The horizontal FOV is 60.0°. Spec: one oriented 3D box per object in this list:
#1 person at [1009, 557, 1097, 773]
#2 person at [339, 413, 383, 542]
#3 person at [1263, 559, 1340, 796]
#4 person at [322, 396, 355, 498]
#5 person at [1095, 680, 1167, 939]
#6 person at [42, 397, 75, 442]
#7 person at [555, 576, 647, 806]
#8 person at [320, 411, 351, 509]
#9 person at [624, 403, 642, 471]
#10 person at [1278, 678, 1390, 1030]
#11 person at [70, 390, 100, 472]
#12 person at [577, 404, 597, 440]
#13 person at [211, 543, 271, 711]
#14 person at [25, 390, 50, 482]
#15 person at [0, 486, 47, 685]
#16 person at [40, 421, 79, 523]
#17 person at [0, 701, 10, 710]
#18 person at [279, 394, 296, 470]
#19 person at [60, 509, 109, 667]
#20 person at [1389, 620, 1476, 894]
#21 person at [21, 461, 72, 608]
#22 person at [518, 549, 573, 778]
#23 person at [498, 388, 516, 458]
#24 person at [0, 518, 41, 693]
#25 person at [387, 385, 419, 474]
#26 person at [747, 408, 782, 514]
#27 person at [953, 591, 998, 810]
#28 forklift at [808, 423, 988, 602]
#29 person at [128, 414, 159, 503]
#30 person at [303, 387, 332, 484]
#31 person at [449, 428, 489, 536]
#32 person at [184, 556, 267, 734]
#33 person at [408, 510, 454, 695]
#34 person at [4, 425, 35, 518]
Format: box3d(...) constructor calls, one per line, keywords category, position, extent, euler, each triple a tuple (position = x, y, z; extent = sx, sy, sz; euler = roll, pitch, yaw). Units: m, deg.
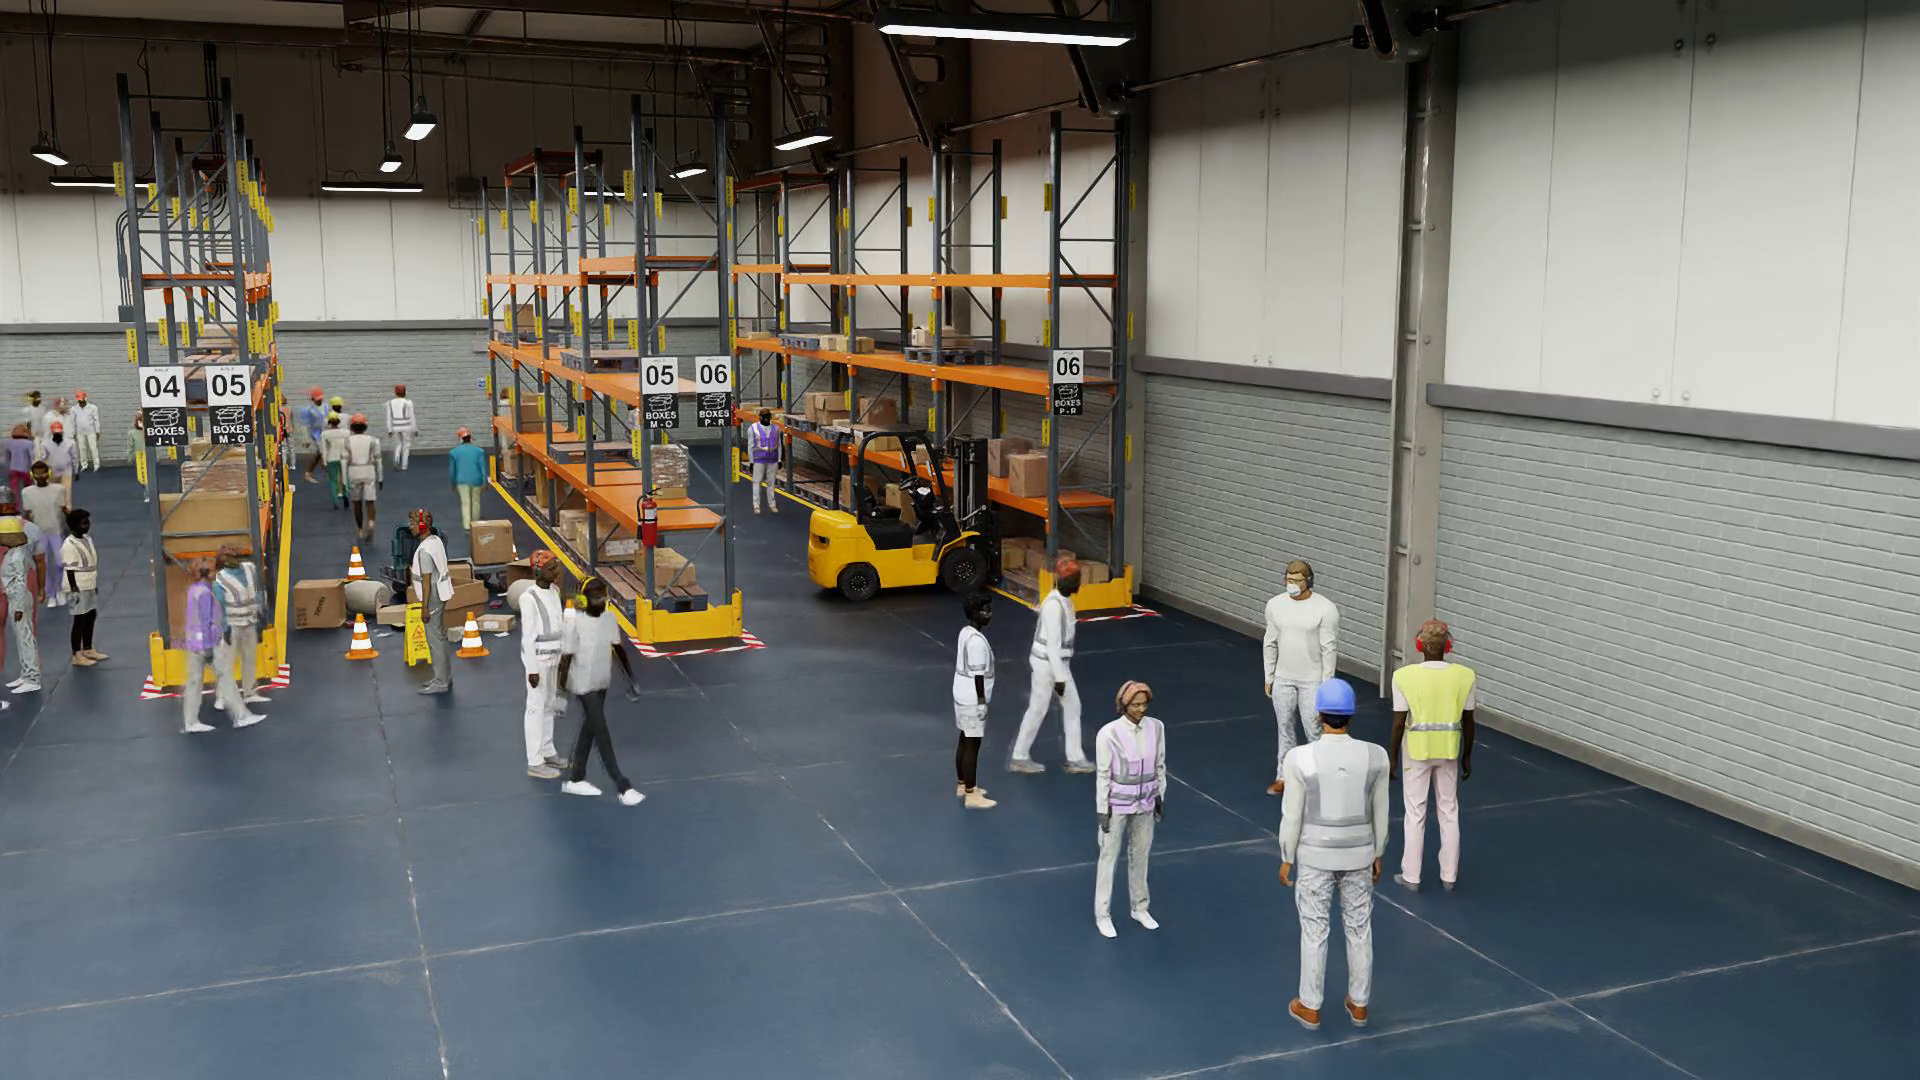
box3d(category="person", position=(0.803, 1.045, 13.661), extent=(0.880, 1.841, 0.598), euler=(3, 10, 20))
box3d(category="person", position=(-9.271, -0.960, 25.799), extent=(0.616, 2.017, 0.860), euler=(-4, 10, -22))
box3d(category="person", position=(2.672, 1.099, 13.101), extent=(0.623, 1.932, 0.369), euler=(7, 11, 36))
box3d(category="person", position=(-11.506, -1.719, 30.859), extent=(0.602, 1.914, 0.569), euler=(-5, 10, -27))
box3d(category="person", position=(1.062, 1.673, 10.412), extent=(0.520, 1.632, 0.321), euler=(-5, 10, -28))
box3d(category="person", position=(-16.710, -1.720, 30.988), extent=(0.545, 1.874, 0.682), euler=(2, 9, 10))
box3d(category="person", position=(-2.768, 1.174, 12.969), extent=(0.940, 1.805, 0.682), euler=(5, 11, 31))
box3d(category="person", position=(-10.996, -1.404, 29.388), extent=(0.542, 1.752, 0.455), euler=(-4, 10, -25))
box3d(category="person", position=(-6.435, -2.001, 32.940), extent=(0.404, 1.824, 0.586), euler=(-3, 9, -18))
box3d(category="person", position=(2.043, 1.719, 9.117), extent=(0.604, 1.949, 0.398), euler=(-1, 9, -3))
box3d(category="person", position=(-18.404, -2.284, 34.980), extent=(0.574, 1.738, 0.352), euler=(-1, 9, -9))
box3d(category="person", position=(-7.167, -1.802, 32.059), extent=(0.535, 1.700, 0.318), euler=(8, 12, 41))
box3d(category="person", position=(-6.910, 0.812, 15.889), extent=(0.345, 1.614, 0.608), euler=(3, 10, 20))
box3d(category="person", position=(-18.469, -2.069, 33.253), extent=(0.463, 1.859, 0.506), euler=(2, 9, 14))
box3d(category="person", position=(-9.628, 0.447, 16.834), extent=(0.685, 2.000, 0.535), euler=(-6, 11, -34))
box3d(category="person", position=(-15.185, -1.168, 28.043), extent=(0.574, 1.714, 0.895), euler=(-5, 10, -27))
box3d(category="person", position=(-9.063, 0.772, 15.468), extent=(0.348, 1.831, 0.729), euler=(0, 9, 1))
box3d(category="person", position=(-14.300, -2.268, 35.184), extent=(0.310, 1.640, 0.514), euler=(5, 10, 29))
box3d(category="person", position=(-9.303, 0.503, 17.603), extent=(0.319, 1.686, 0.539), euler=(-1, 9, -6))
box3d(category="person", position=(3.149, 1.454, 11.114), extent=(0.571, 1.840, 0.373), euler=(0, 9, -3))
box3d(category="person", position=(-11.306, -0.061, 20.606), extent=(0.565, 1.852, 0.533), euler=(-4, 10, -24))
box3d(category="person", position=(-3.439, 1.011, 13.780), extent=(0.361, 1.882, 0.575), euler=(2, 9, 10))
box3d(category="person", position=(-10.193, -2.642, 37.619), extent=(0.655, 1.606, 0.489), euler=(8, 12, 41))
box3d(category="person", position=(-9.382, 0.643, 16.532), extent=(0.295, 1.744, 0.489), euler=(-7, 11, -36))
box3d(category="person", position=(-11.623, -2.315, 34.749), extent=(0.584, 1.867, 0.408), euler=(2, 9, 15))
box3d(category="person", position=(-3.380, -1.374, 28.917), extent=(0.621, 1.845, 0.429), euler=(-4, 10, -26))
box3d(category="person", position=(0.110, 1.233, 12.956), extent=(0.322, 1.699, 0.535), euler=(-2, 9, -10))
box3d(category="forklift", position=(-0.830, -0.399, 21.676), extent=(2.313, 2.155, 1.214), euler=(-4, 10, -21))
box3d(category="person", position=(-14.972, -1.518, 30.525), extent=(0.506, 1.614, 0.679), euler=(-2, 9, -15))
box3d(category="person", position=(-12.588, -2.032, 32.688), extent=(1.121, 1.985, 0.621), euler=(3, 10, 20))
box3d(category="person", position=(-7.854, -0.932, 26.600), extent=(0.592, 1.699, 0.922), euler=(-3, 10, -20))
box3d(category="person", position=(-6.703, 0.938, 15.061), extent=(0.760, 1.607, 0.538), euler=(-7, 11, -37))
box3d(category="person", position=(-5.225, 0.606, 16.492), extent=(0.392, 1.836, 0.561), euler=(-2, 9, -10))
box3d(category="person", position=(-15.967, -1.162, 28.336), extent=(0.517, 1.592, 0.809), euler=(-1, 9, -6))
